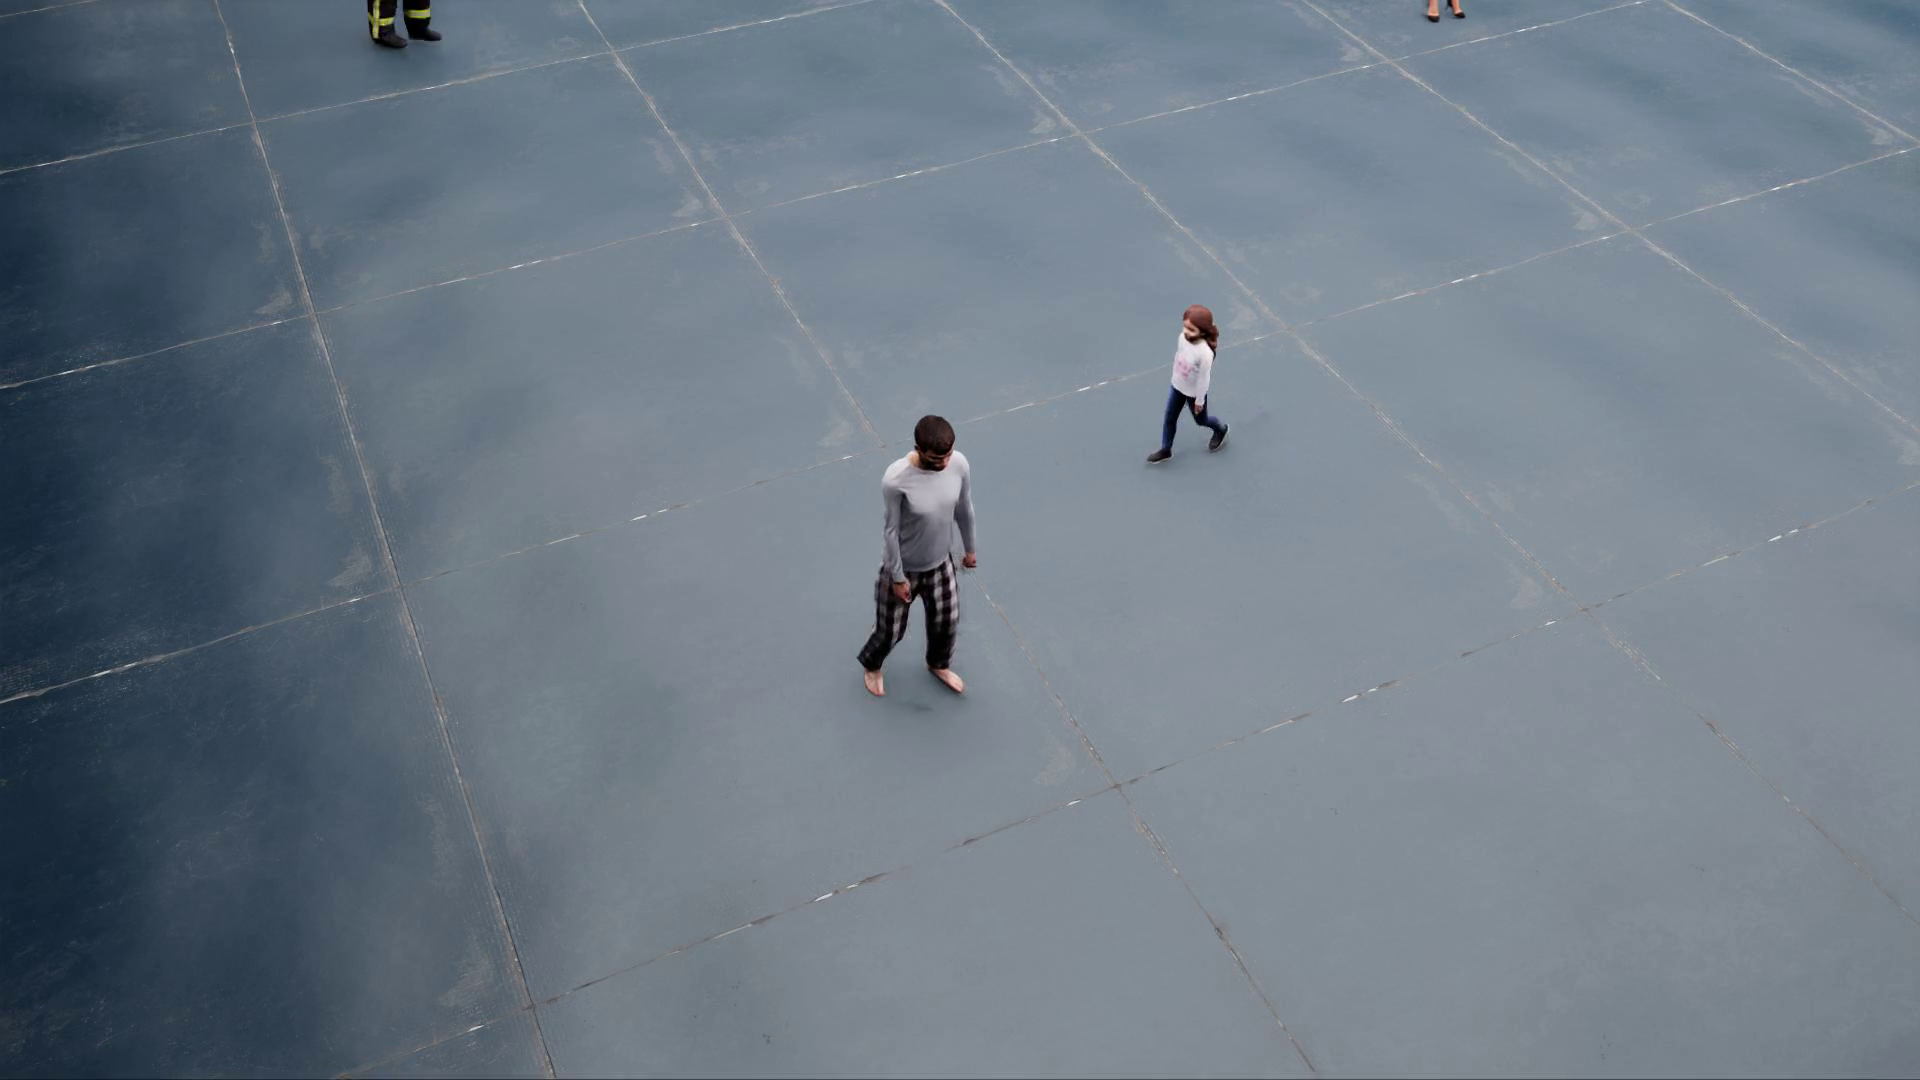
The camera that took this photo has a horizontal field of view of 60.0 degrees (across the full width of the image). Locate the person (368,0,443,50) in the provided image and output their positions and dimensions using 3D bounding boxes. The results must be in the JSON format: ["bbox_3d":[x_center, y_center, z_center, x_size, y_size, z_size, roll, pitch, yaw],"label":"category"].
[{"bbox_3d":[-4.856,-5.018,13.845,1.068,1.932,1.008,8,43,9],"label":"person"}]

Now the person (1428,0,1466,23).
[{"bbox_3d":[4.353,-5.290,14.358,0.590,1.644,0.560,-11,43,-12],"label":"person"}]

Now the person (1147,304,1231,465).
[{"bbox_3d":[1.432,-0.943,9.981,0.563,1.094,0.736,-24,47,-24],"label":"person"}]

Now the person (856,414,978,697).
[{"bbox_3d":[-0.205,0.082,8.307,0.762,1.828,0.703,-20,46,-20],"label":"person"}]
